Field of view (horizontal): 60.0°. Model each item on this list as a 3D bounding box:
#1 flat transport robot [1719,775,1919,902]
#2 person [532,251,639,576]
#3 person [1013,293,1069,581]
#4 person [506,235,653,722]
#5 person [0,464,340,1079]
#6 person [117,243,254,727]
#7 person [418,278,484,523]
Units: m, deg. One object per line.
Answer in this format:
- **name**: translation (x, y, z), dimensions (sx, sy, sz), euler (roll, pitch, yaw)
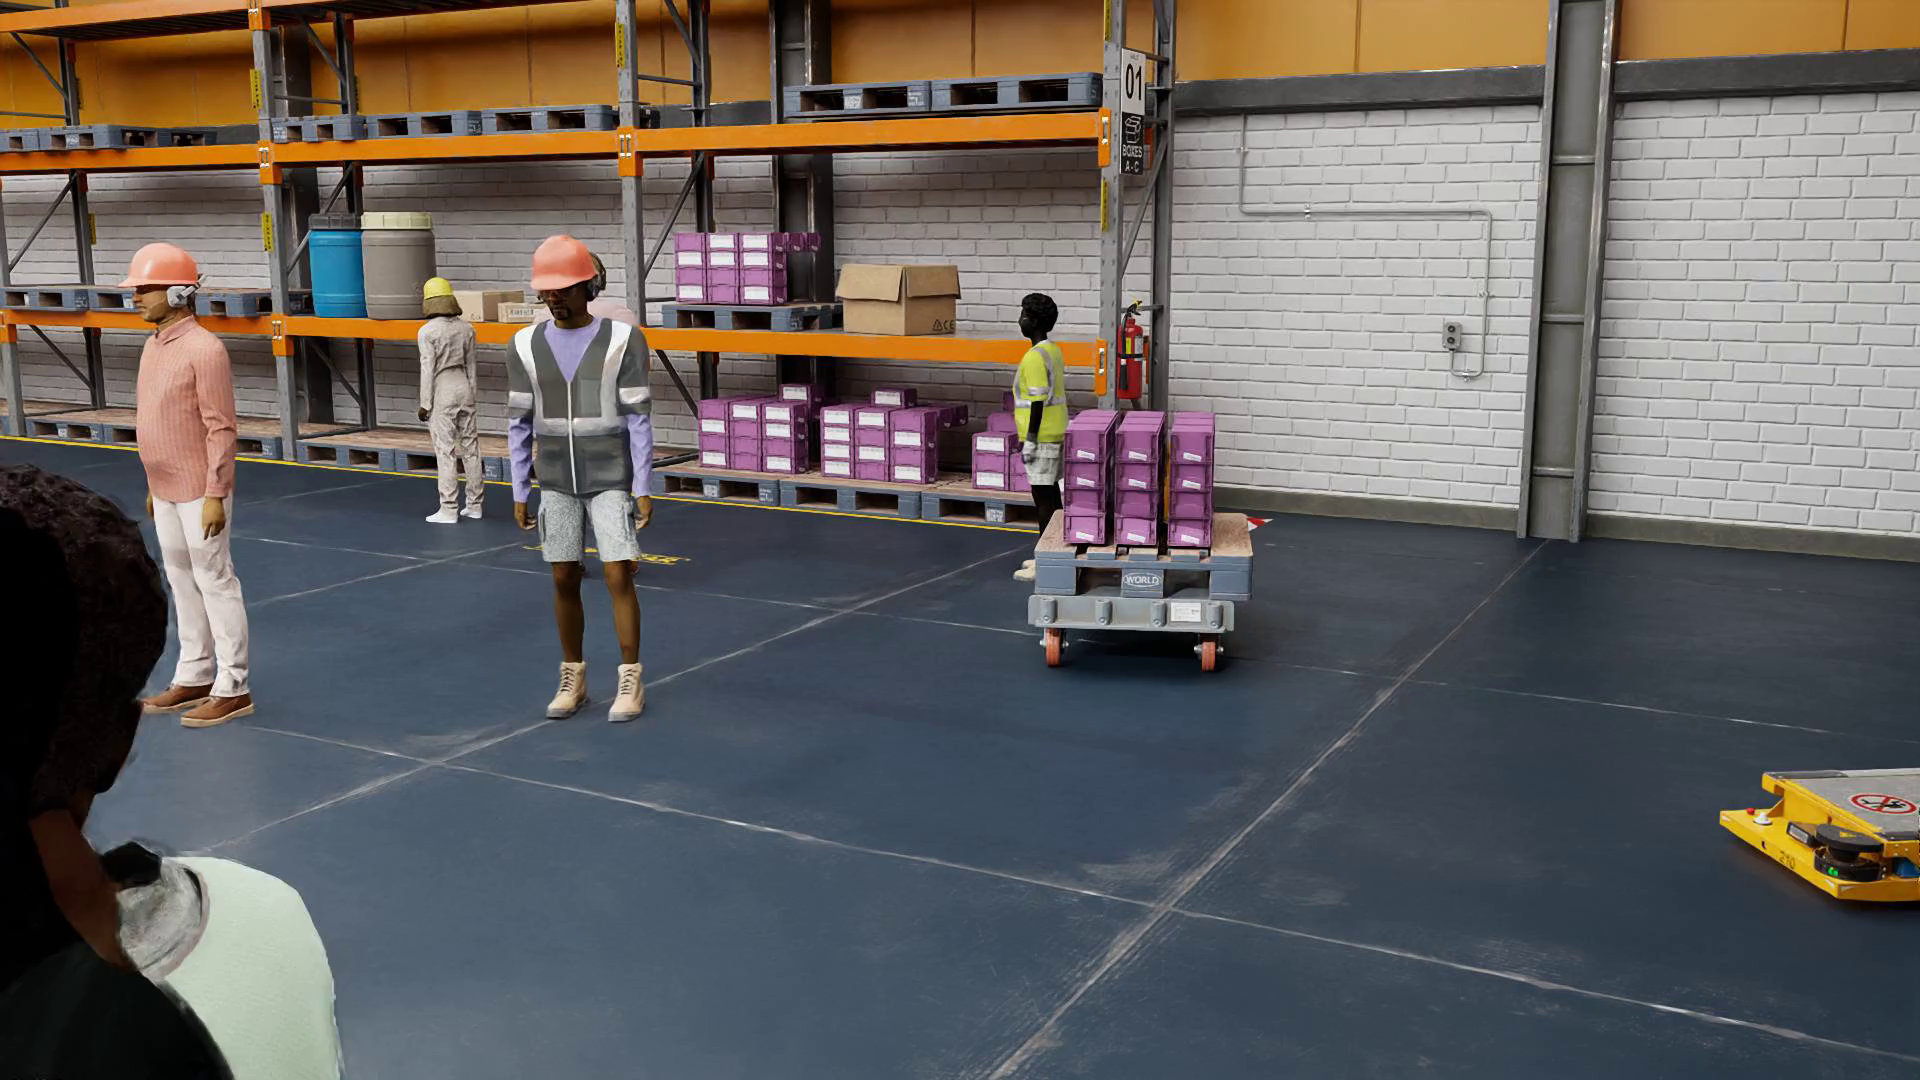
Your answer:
- **flat transport robot**: translation (3.306, 0.925, 5.356), dimensions (1.431, 0.197, 0.652), euler (-1, 10, -6)
- **person**: translation (-2.172, -0.716, 9.792), dimensions (0.632, 1.935, 0.368), euler (0, 10, -1)
- **person**: translation (0.477, -0.604, 9.824), dimensions (0.322, 1.697, 0.535), euler (3, 11, 16)
- **person**: translation (-1.588, -0.242, 6.946), dimensions (0.612, 2.029, 0.409), euler (1, 10, 4)
- **person**: translation (-0.514, 0.892, 1.114), dimensions (0.533, 1.882, 0.651), euler (-2, 10, -9)
- **person**: translation (-3.229, -0.225, 6.933), dimensions (0.613, 1.994, 0.381), euler (8, 13, 38)
- **person**: translation (-3.651, -0.989, 11.834), dimensions (0.311, 1.735, 0.484), euler (7, 12, 33)
